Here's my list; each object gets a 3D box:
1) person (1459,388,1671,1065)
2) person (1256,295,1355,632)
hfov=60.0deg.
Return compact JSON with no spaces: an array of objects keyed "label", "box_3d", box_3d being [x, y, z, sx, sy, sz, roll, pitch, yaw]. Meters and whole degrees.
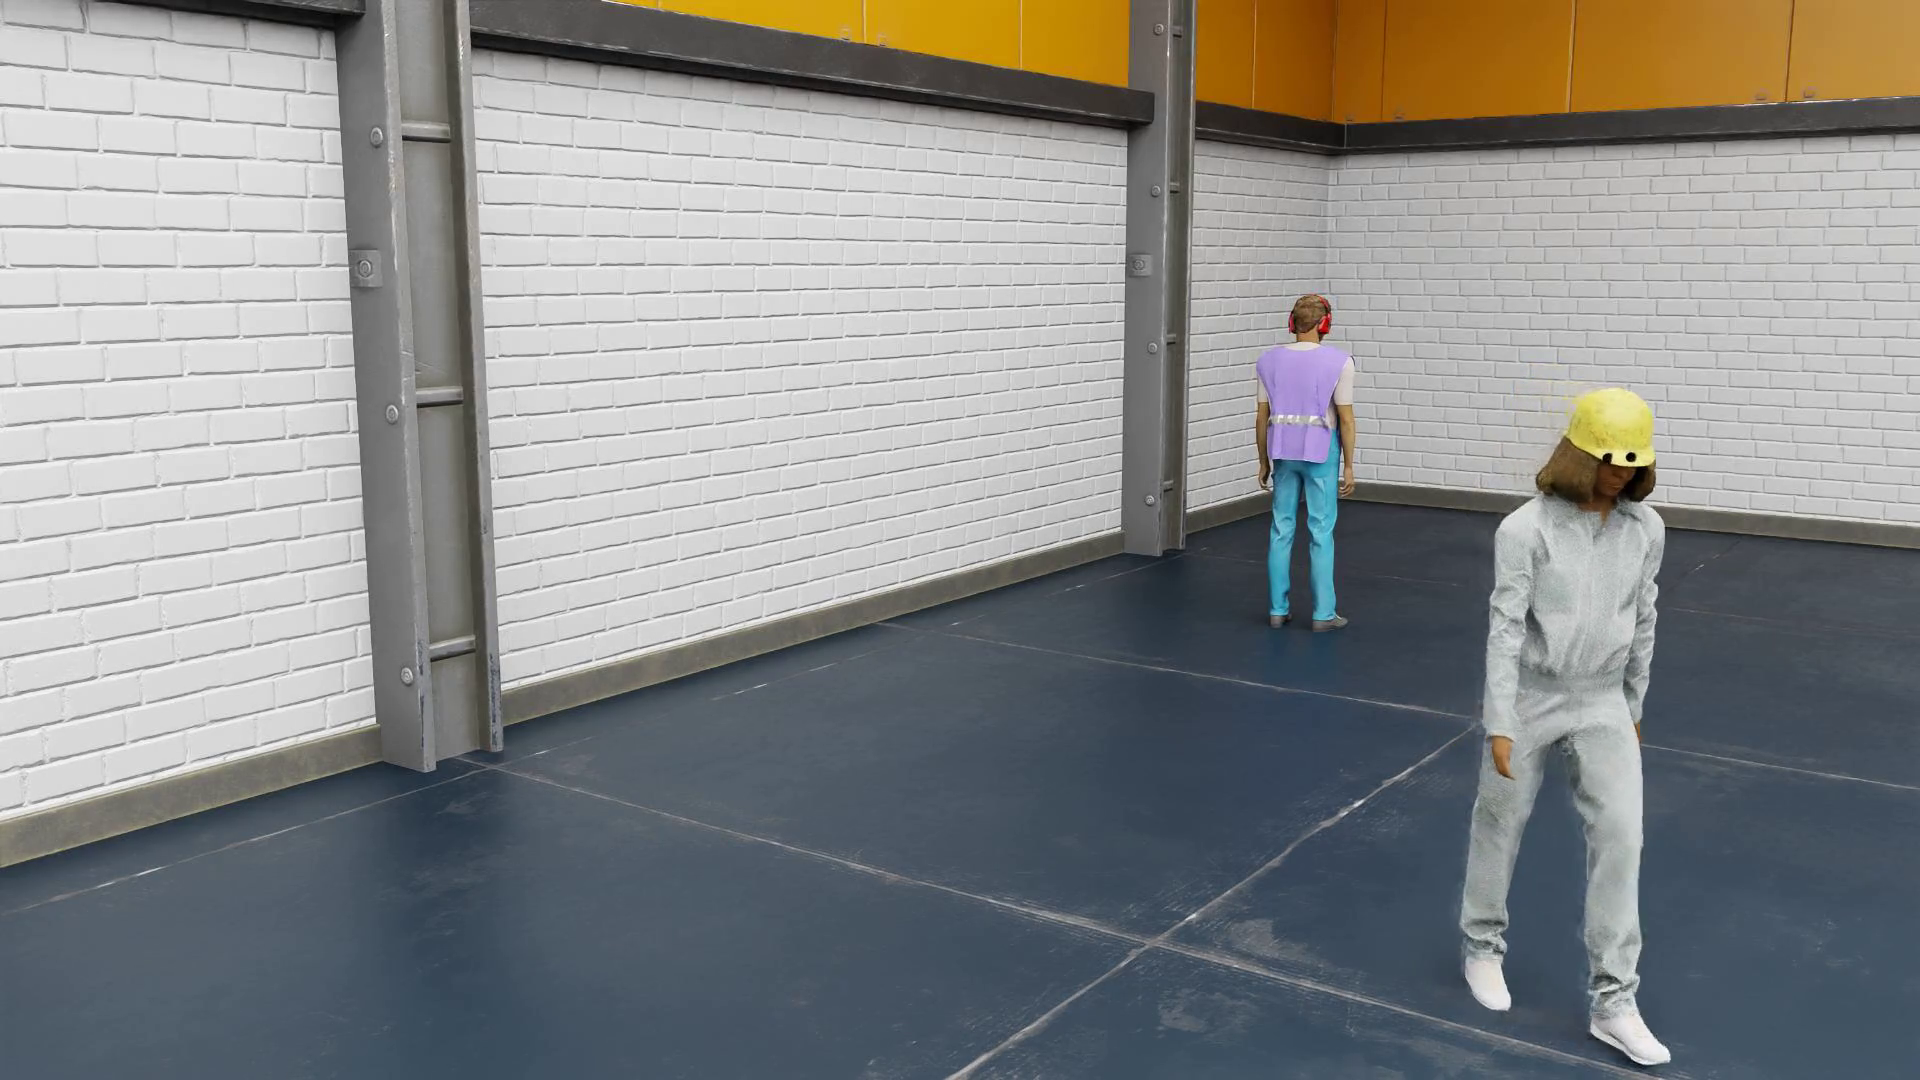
[{"label":"person","box_3d":[1.576,0.463,4.283,0.531,1.701,0.762,-1,10,-7]},{"label":"person","box_3d":[1.879,-0.411,9.091,0.563,1.838,0.390,6,11,32]}]
